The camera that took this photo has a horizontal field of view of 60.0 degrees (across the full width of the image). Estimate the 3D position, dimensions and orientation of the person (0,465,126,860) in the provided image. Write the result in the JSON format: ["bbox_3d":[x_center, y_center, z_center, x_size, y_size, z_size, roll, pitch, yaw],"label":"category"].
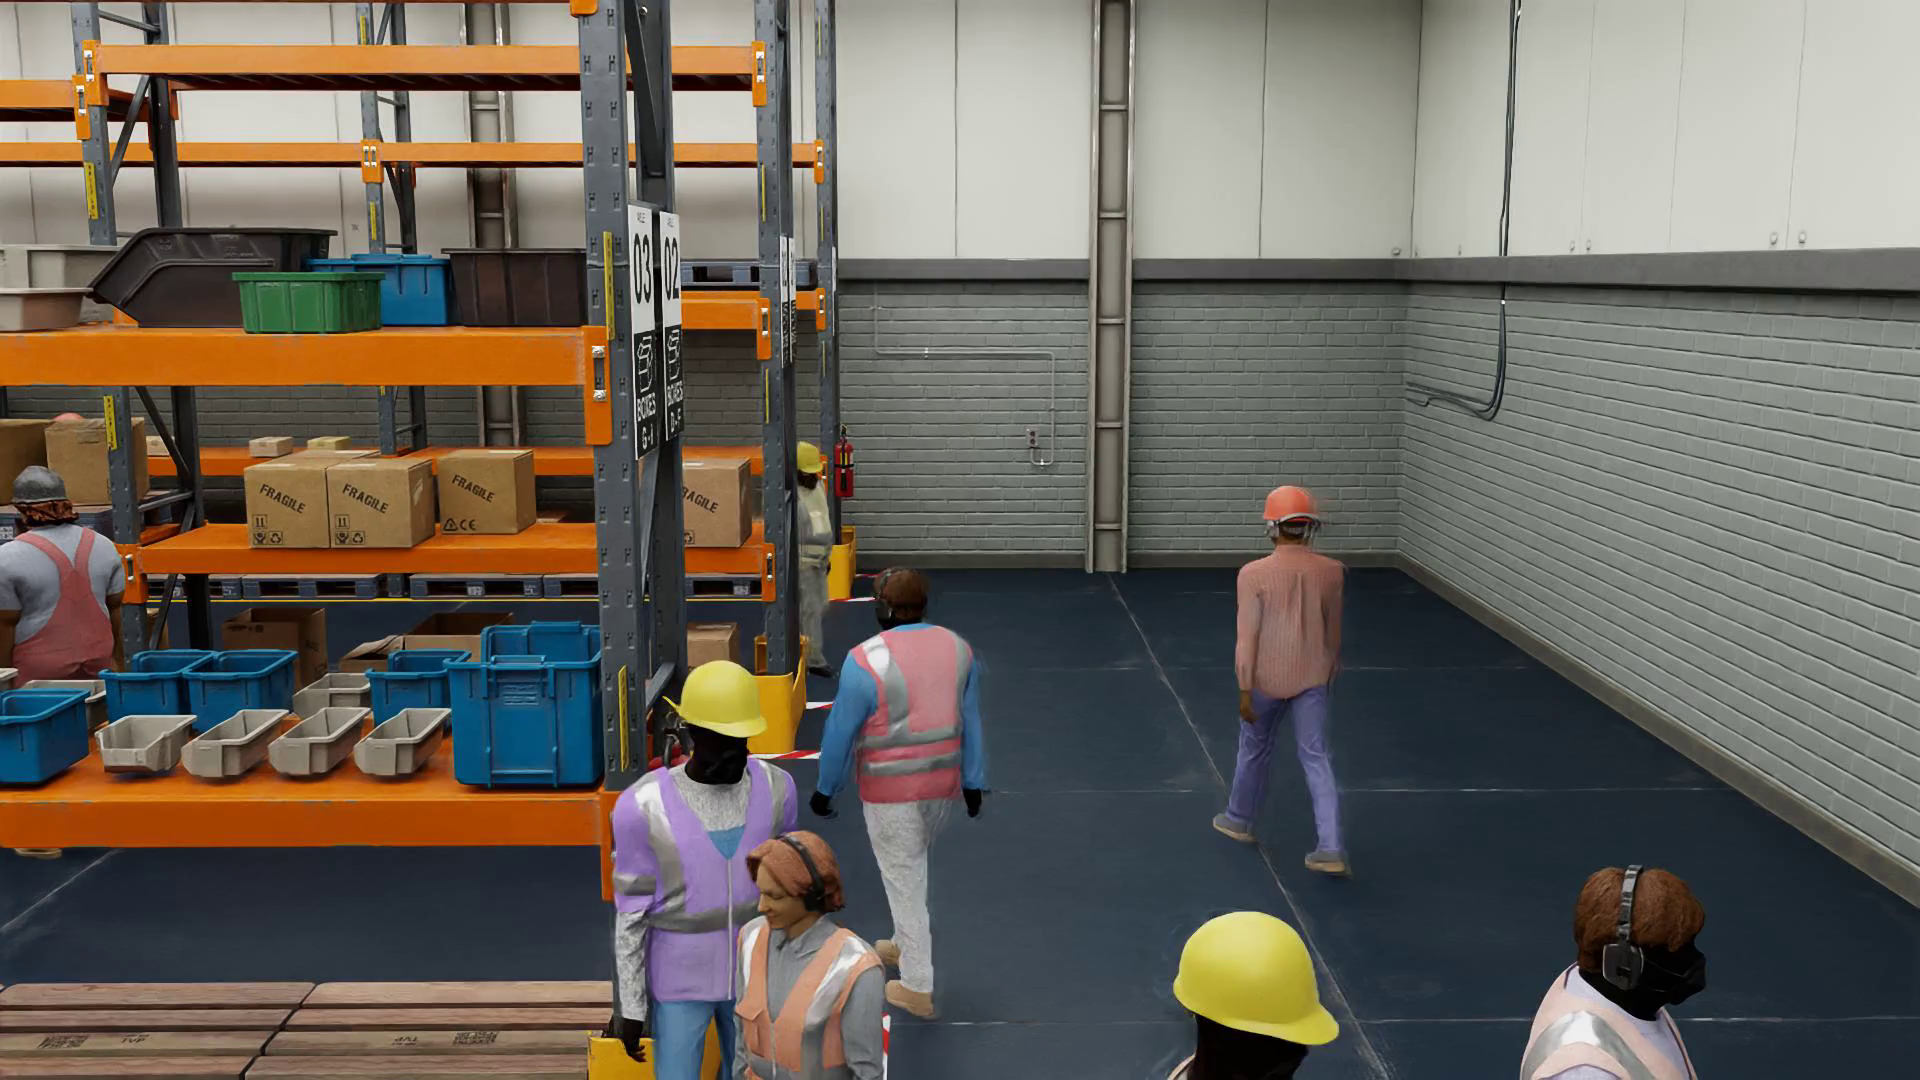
[{"bbox_3d":[-4.732,0.612,8.672,0.535,2.000,0.680,5,11,28],"label":"person"}]

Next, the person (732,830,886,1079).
[{"bbox_3d":[-0.385,1.532,4.290,0.526,1.632,0.312,8,12,40],"label":"person"}]

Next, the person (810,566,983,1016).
[{"bbox_3d":[-0.281,1.010,6.935,0.657,1.813,0.744,-8,12,-41],"label":"person"}]

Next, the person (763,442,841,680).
[{"bbox_3d":[-1.190,0.146,12.298,0.602,1.790,0.631,4,10,23],"label":"person"}]

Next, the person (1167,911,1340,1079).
[{"bbox_3d":[0.436,1.588,3.100,0.573,1.906,0.593,5,10,28],"label":"person"}]

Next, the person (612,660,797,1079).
[{"bbox_3d":[-0.722,1.287,4.930,0.598,1.916,0.398,-6,11,-32],"label":"person"}]

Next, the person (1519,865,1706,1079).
[{"bbox_3d":[1.355,1.563,3.453,0.429,1.845,0.621,4,10,24],"label":"person"}]

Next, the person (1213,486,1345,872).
[{"bbox_3d":[1.688,0.700,8.517,0.626,1.954,1.013,-2,9,-13],"label":"person"}]
